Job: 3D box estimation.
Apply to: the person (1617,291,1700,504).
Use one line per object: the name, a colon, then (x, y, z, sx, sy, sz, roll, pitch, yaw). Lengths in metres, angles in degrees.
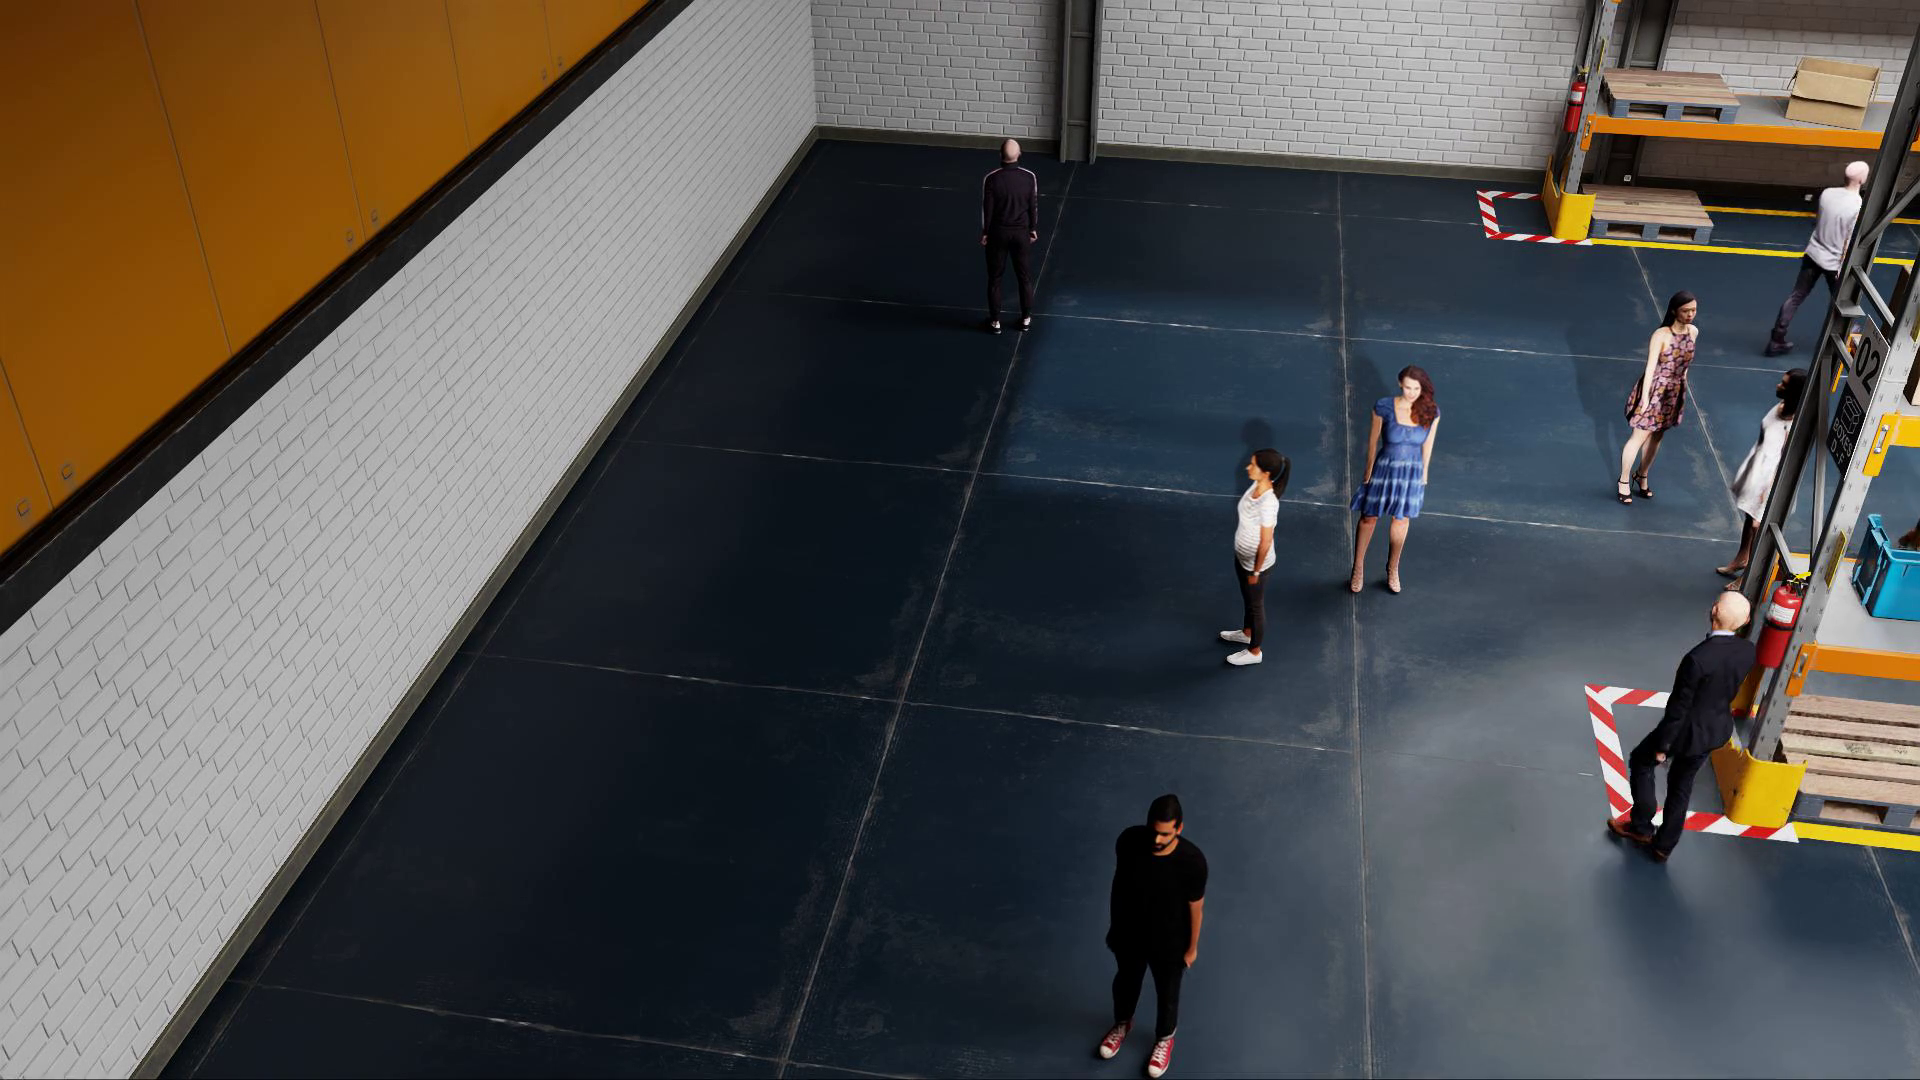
person: (5.384, -1.093, 12.791, 0.777, 1.774, 0.856, -13, 36, -18)

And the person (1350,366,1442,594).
person: (3.071, -0.418, 11.747, 0.554, 1.805, 0.754, 1, 34, 2)

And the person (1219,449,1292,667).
person: (1.976, 0.099, 11.112, 0.568, 1.646, 0.600, 1, 34, 1)

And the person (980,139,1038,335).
person: (0.448, -2.782, 15.276, 0.649, 1.835, 0.816, -6, 34, -9)

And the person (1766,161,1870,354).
person: (7.659, -2.470, 14.854, 1.287, 1.783, 1.098, -13, 36, -19)

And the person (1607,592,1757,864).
person: (4.207, 1.136, 9.439, 0.778, 1.772, 0.883, -14, 36, -20)

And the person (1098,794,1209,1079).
person: (0.967, 1.932, 8.256, 0.589, 1.757, 0.742, 17, 37, 24)

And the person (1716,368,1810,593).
person: (5.721, -0.420, 11.778, 0.633, 1.774, 0.646, 7, 34, 10)
